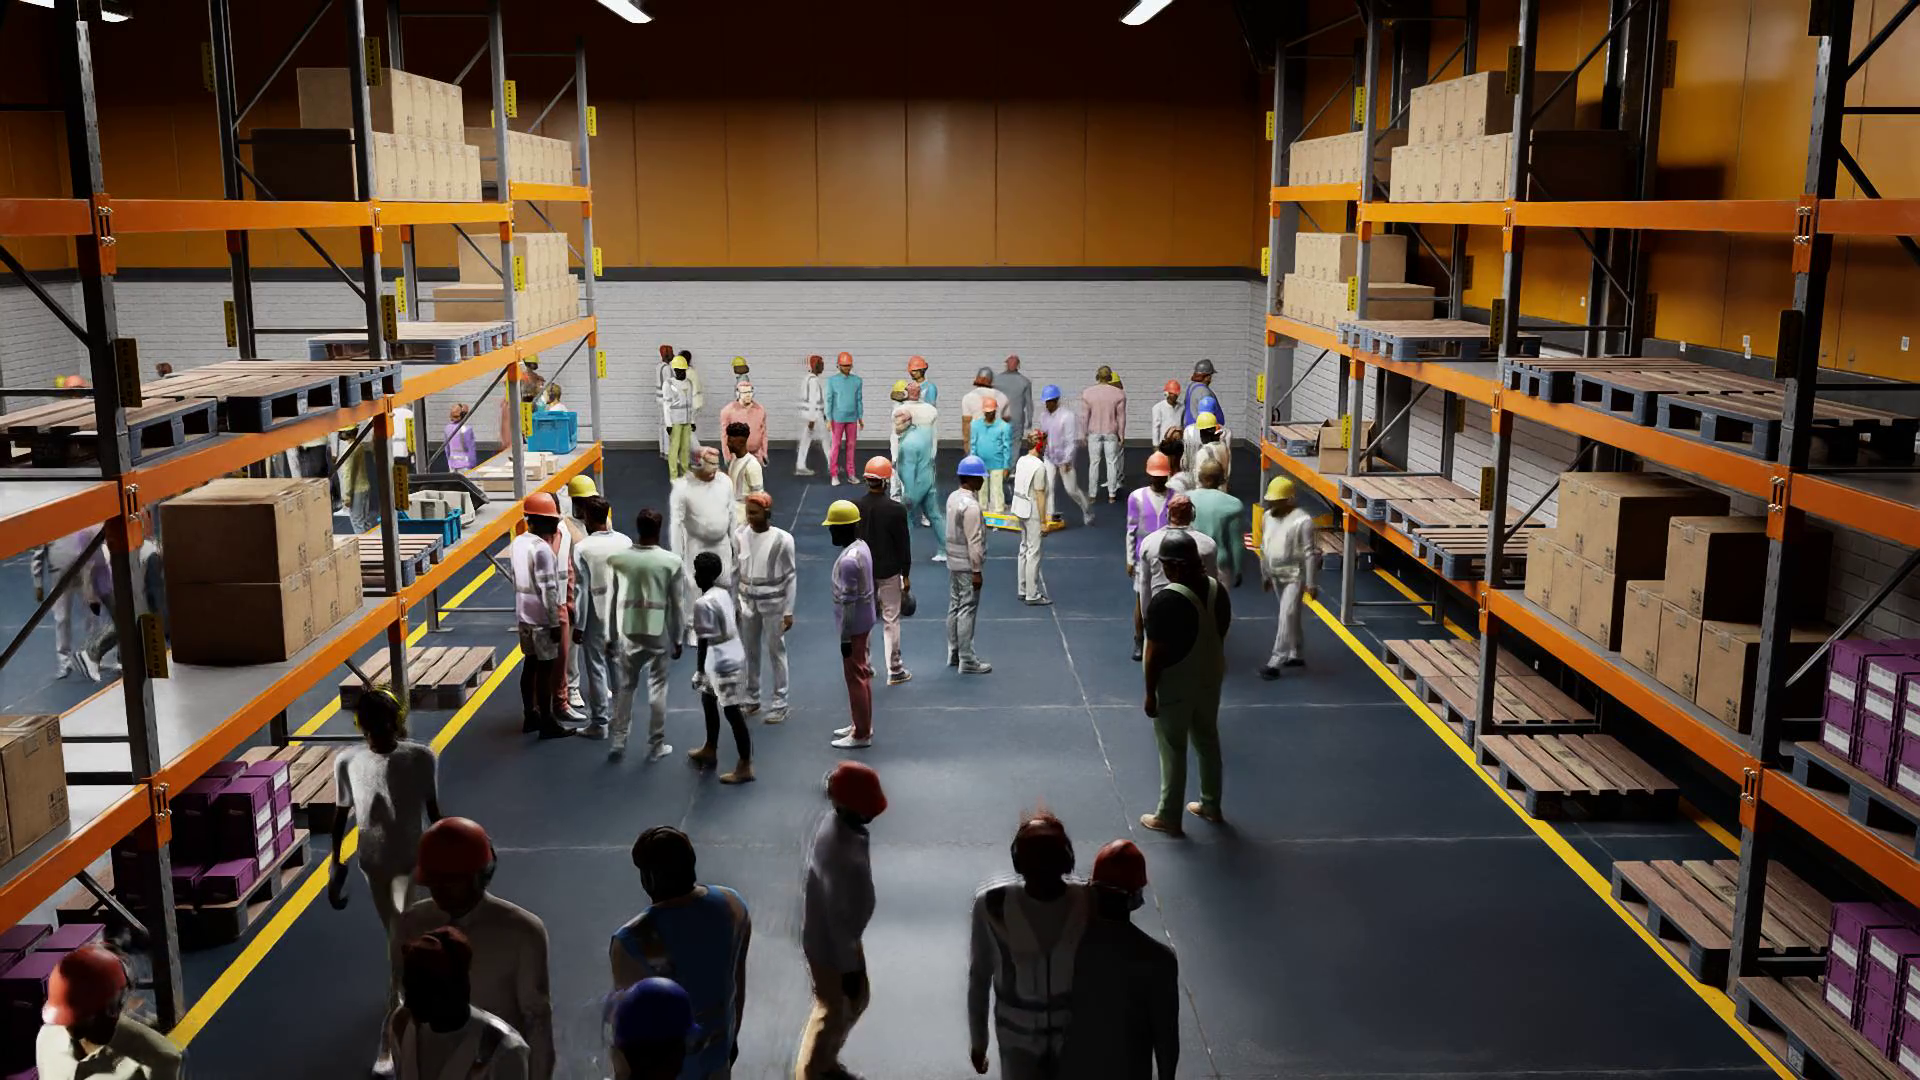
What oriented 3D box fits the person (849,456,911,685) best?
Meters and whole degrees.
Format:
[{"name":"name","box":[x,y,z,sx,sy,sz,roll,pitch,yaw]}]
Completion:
[{"name":"person","box":[-0.700,0.267,14.411,0.608,1.995,0.377,4,12,20]}]

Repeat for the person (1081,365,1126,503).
[{"name":"person","box":[2.006,-1.477,23.298,0.630,1.940,0.372,1,11,5]}]

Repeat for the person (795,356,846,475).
[{"name":"person","box":[-2.168,-1.925,25.765,0.895,1.842,0.576,-4,12,-18]}]

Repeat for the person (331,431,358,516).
[{"name":"person","box":[-8.301,-1.198,22.407,0.321,1.737,0.485,4,12,18]}]

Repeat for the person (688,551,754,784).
[{"name":"person","box":[-1.758,0.911,12.059,0.590,1.648,0.613,1,11,4]}]

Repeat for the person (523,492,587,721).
[{"name":"person","box":[-3.280,0.556,13.192,0.413,1.908,0.593,6,13,27]}]

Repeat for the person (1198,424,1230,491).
[{"name":"person","box":[2.834,-0.484,18.831,0.353,1.737,0.571,7,13,30]}]

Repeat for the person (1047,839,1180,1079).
[{"name":"person","box":[0.581,1.995,6.388,0.558,1.742,0.366,5,12,24]}]

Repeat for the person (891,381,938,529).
[{"name":"person","box":[-0.605,-1.092,21.444,0.642,1.909,0.399,-6,13,-26]}]

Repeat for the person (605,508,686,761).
[{"name":"person","box":[-2.357,0.709,12.490,0.615,1.887,0.474,1,11,5]}]

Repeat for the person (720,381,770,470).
[{"name":"person","box":[-2.754,-1.093,21.450,0.639,1.910,0.407,-7,13,-30]}]

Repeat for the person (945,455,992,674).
[{"name":"person","box":[0.068,0.213,14.805,0.396,1.943,0.614,-4,12,-19]}]

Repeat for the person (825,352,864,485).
[{"name":"person","box":[-1.714,-1.817,24.860,0.612,1.994,0.395,-6,13,-27]}]

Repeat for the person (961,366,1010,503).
[{"name":"person","box":[0.325,-1.380,22.550,0.709,2.000,0.997,-3,12,-16]}]

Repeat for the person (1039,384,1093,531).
[{"name":"person","box":[1.335,-1.071,21.338,0.627,1.914,0.825,9,15,40]}]

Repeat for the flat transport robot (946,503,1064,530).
[{"name":"flat transport robot","box":[0.582,-0.301,21.597,1.431,0.197,0.652,8,14,36]}]

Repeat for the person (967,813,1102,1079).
[{"name":"person","box":[0.340,1.949,6.289,0.597,1.859,0.755,-1,11,-5]}]

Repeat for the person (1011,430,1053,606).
[{"name":"person","box":[0.745,-0.232,17.319,0.394,1.836,0.560,-4,12,-19]}]

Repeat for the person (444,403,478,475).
[{"name":"person","box":[-6.378,-0.931,21.306,0.514,1.642,0.310,7,13,31]}]

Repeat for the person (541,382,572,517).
[{"name":"person","box":[-5.087,-1.023,21.017,0.372,1.941,0.627,-2,11,-9]}]

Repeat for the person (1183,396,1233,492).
[{"name":"person","box":[2.876,-0.720,19.490,0.602,1.943,0.394,4,12,19]}]

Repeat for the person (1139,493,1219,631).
[{"name":"person","box":[1.732,0.576,13.115,0.646,1.901,0.400,5,13,26]}]

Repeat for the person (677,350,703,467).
[{"name":"person","box":[-4.340,-2.118,26.671,0.654,1.885,0.690,0,11,2]}]

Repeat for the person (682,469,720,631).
[{"name":"person","box":[-2.528,0.076,16.308,0.550,1.615,0.423,1,11,7]}]

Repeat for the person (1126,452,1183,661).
[{"name":"person","box":[1.788,0.154,15.145,0.556,1.929,0.388,0,11,2]}]

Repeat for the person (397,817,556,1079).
[{"name":"person","box":[-1.766,1.942,6.043,0.618,1.986,0.408,3,12,15]}]

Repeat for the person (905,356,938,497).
[{"name":"person","box":[-0.570,-1.607,23.733,0.414,2.033,0.606,-8,14,-36]}]

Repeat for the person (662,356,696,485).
[{"name":"person","box":[-4.177,-1.791,24.898,0.368,1.925,0.594,7,13,33]}]

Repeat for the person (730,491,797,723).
[{"name":"person","box":[-1.586,0.534,13.346,0.584,1.882,0.337,5,12,25]}]

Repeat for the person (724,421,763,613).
[{"name":"person","box":[-2.216,-0.241,17.025,0.362,1.963,0.614,-6,13,-28]}]

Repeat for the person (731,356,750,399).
[{"name":"person","box":[-3.543,-2.108,26.969,0.321,1.738,0.484,-1,11,-3]}]

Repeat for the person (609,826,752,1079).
[{"name":"person","box":[-1.080,1.963,6.308,0.429,1.839,0.622,9,15,39]}]
